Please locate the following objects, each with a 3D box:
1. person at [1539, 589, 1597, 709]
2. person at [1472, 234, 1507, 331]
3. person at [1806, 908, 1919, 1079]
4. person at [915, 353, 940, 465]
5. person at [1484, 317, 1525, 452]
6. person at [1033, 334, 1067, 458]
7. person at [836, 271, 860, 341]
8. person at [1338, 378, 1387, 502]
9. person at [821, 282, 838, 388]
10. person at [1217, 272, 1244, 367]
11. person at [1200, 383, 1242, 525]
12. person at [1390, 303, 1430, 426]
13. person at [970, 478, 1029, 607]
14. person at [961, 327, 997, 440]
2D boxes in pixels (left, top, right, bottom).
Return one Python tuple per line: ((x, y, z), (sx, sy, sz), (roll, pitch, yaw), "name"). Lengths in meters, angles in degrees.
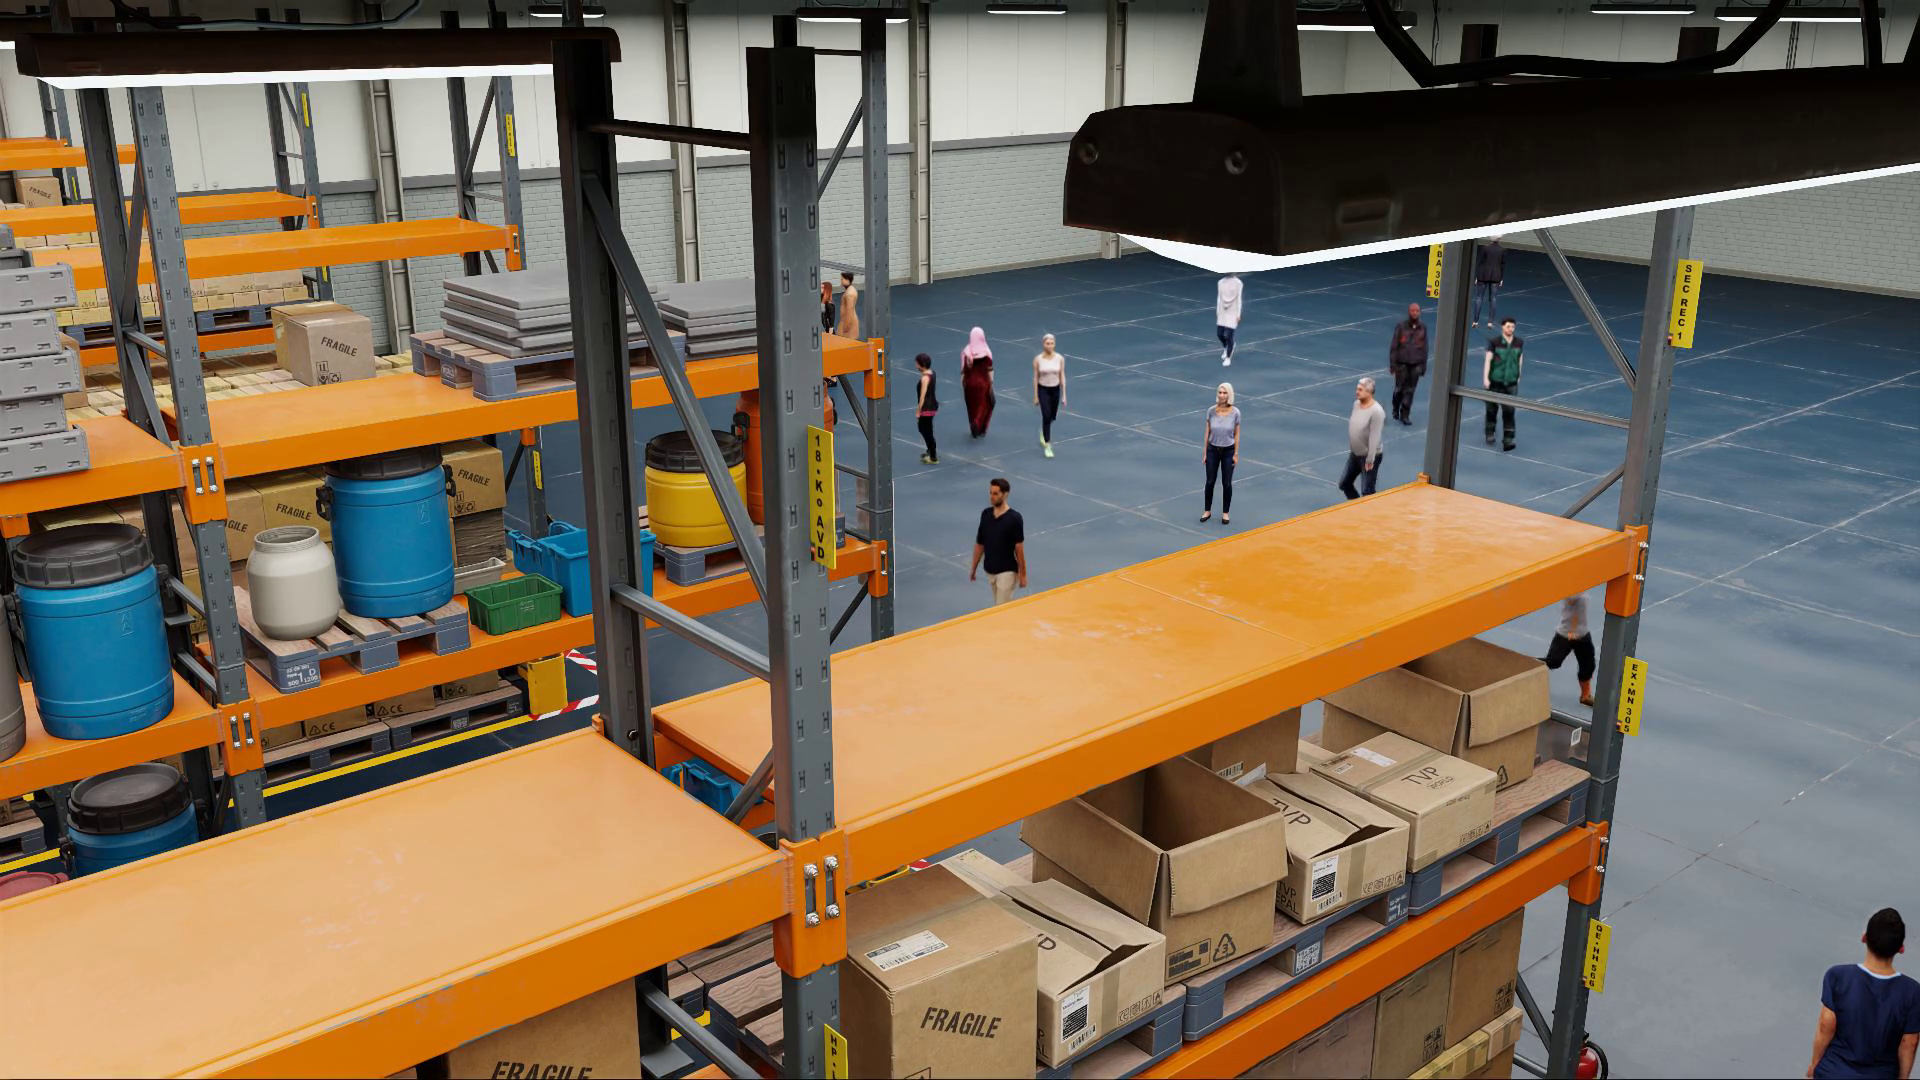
((5.468, 0.764, 15.026), (0.732, 1.426, 0.982), (15, 24, 39), "person")
((9.218, -4.579, 29.112), (0.824, 1.782, 0.784), (3, 18, 8), "person")
((4.525, 2.706, 8.379), (0.705, 1.849, 0.703), (8, 20, 23), "person")
((-0.364, -1.792, 22.701), (0.729, 1.533, 0.656), (3, 18, 9), "person")
((7.638, -2.226, 23.513), (1.232, 1.855, 1.264), (1, 18, 2), "person")
((1.227, -2.042, 23.248), (1.146, 1.670, 1.043), (-3, 18, -11), "person")
((-1.860, -3.732, 28.348), (0.819, 1.725, 0.784), (-1, 18, -4), "person")
((4.861, -1.002, 19.684), (0.798, 1.899, 0.842), (-6, 19, -19), "person")
((-2.170, -3.387, 27.307), (0.606, 1.714, 0.647), (-8, 20, -24), "person")
((4.699, -3.923, 28.867), (0.747, 1.766, 0.825), (9, 20, 27), "person")
((3.171, -1.066, 20.168), (0.653, 1.722, 0.667), (6, 19, 18), "person")
((6.702, -2.669, 24.938), (0.896, 1.815, 0.960), (0, 18, 0), "person")
((0.446, 0.292, 15.856), (0.832, 1.809, 1.232), (14, 23, 37), "person")
((0.251, -2.233, 23.919), (0.955, 1.618, 1.080), (5, 19, 15), "person")
